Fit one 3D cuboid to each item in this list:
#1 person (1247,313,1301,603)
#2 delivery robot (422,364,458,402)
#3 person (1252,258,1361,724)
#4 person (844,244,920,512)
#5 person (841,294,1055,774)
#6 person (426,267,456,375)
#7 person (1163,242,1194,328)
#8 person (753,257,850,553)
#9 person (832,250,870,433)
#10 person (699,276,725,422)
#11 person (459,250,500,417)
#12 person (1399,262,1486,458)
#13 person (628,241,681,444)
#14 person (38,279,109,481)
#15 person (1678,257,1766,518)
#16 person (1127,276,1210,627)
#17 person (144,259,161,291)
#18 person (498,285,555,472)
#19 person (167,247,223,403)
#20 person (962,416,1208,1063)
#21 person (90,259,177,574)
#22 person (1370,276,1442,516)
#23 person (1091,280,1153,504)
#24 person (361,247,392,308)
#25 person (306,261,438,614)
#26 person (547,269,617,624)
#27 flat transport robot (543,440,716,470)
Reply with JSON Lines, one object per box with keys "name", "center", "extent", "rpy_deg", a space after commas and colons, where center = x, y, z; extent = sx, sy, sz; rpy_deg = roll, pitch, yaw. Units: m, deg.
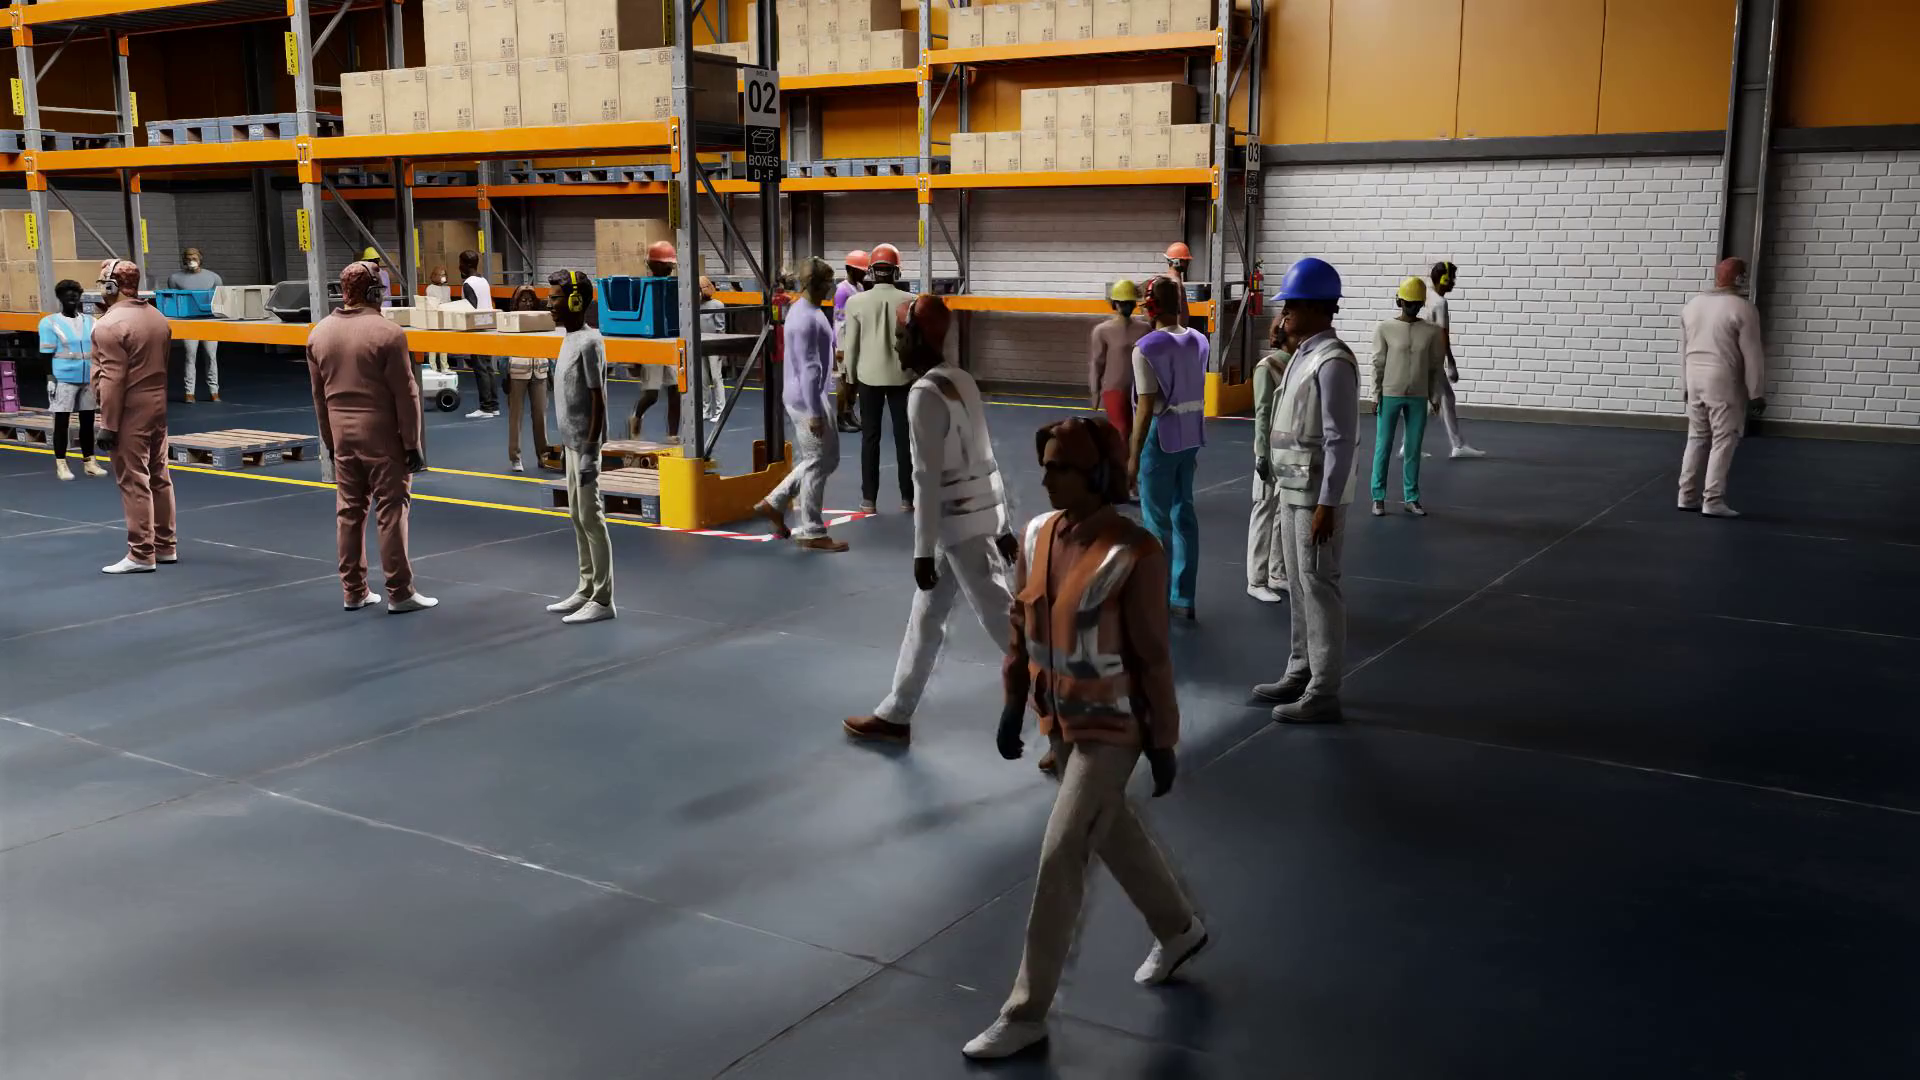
{"name": "person", "center": [1.821, -0.475, 9.383], "extent": [0.310, 1.636, 0.523], "rpy_deg": [9, 14, 42]}
{"name": "delivery robot", "center": [-6.324, -1.847, 19.725], "extent": [0.707, 0.478, 0.477], "rpy_deg": [-3, 11, -15]}
{"name": "person", "center": [1.475, -0.204, 7.016], "extent": [0.392, 1.946, 0.616], "rpy_deg": [-1, 10, -3]}
{"name": "person", "center": [-0.553, -1.199, 12.399], "extent": [0.622, 1.992, 0.395], "rpy_deg": [-1, 10, -4]}
{"name": "person", "center": [0.058, -0.035, 6.471], "extent": [1.067, 1.827, 0.614], "rpy_deg": [2, 10, 12]}
{"name": "person", "center": [-7.816, -3.286, 24.996], "extent": [0.284, 1.627, 0.493], "rpy_deg": [5, 11, 24]}
{"name": "person", "center": [2.351, -2.256, 18.258], "extent": [0.396, 1.992, 0.623], "rpy_deg": [-1, 10, -3]}
{"name": "person", "center": [-1.021, -0.864, 10.773], "extent": [0.528, 1.925, 0.628], "rpy_deg": [0, 10, 0]}
{"name": "person", "center": [-1.137, -2.080, 17.514], "extent": [0.459, 1.910, 0.564], "rpy_deg": [4, 11, 23]}
{"name": "person", "center": [-2.835, -2.127, 18.576], "extent": [0.503, 1.622, 0.299], "rpy_deg": [6, 12, 30]}
{"name": "person", "center": [-5.516, -2.346, 19.076], "extent": [0.408, 1.889, 0.594], "rpy_deg": [0, 10, 1]}
{"name": "person", "center": [4.484, -1.647, 15.403], "extent": [0.797, 1.820, 0.576], "rpy_deg": [0, 10, 3]}
{"name": "person", "center": [-2.823, -1.763, 15.453], "extent": [0.607, 2.019, 0.730], "rpy_deg": [-9, 13, -40]}
{"name": "person", "center": [-7.495, -1.357, 14.106], "extent": [0.317, 1.696, 0.570], "rpy_deg": [6, 12, 30]}
{"name": "person", "center": [5.569, -1.106, 12.166], "extent": [0.392, 1.895, 0.667], "rpy_deg": [-4, 11, -23]}
{"name": "person", "center": [1.085, -0.457, 8.724], "extent": [0.390, 1.838, 0.563], "rpy_deg": [9, 14, 42]}
{"name": "person", "center": [-12.952, -3.613, 26.400], "extent": [0.956, 1.763, 0.670], "rpy_deg": [8, 13, 38]}
{"name": "person", "center": [-3.808, -1.418, 14.623], "extent": [0.511, 1.633, 0.311], "rpy_deg": [-8, 13, -38]}
{"name": "person", "center": [-9.486, -2.669, 20.704], "extent": [0.635, 1.937, 0.352], "rpy_deg": [-5, 11, -26]}
{"name": "person", "center": [0.364, 0.466, 4.281], "extent": [0.849, 1.598, 0.530], "rpy_deg": [-7, 12, -33]}
{"name": "person", "center": [-5.071, -0.751, 10.163], "extent": [0.409, 1.909, 0.642], "rpy_deg": [0, 10, 2]}
{"name": "person", "center": [3.271, -1.047, 12.215], "extent": [0.523, 1.760, 0.325], "rpy_deg": [-1, 10, -4]}
{"name": "person", "center": [1.283, -1.169, 12.999], "extent": [0.524, 1.721, 0.911], "rpy_deg": [-5, 11, -24]}
{"name": "person", "center": [-8.497, -3.302, 24.272], "extent": [0.399, 1.918, 0.587], "rpy_deg": [0, 10, 2]}
{"name": "person", "center": [-3.183, -0.547, 9.033], "extent": [0.643, 1.909, 0.410], "rpy_deg": [4, 11, 19]}
{"name": "person", "center": [-2.033, -0.489, 8.838], "extent": [0.321, 1.863, 0.532], "rpy_deg": [-5, 11, -27]}
{"name": "flat transport robot", "center": [-2.905, -0.730, 14.578], "extent": [1.431, 0.197, 0.652], "rpy_deg": [6, 12, 30]}
